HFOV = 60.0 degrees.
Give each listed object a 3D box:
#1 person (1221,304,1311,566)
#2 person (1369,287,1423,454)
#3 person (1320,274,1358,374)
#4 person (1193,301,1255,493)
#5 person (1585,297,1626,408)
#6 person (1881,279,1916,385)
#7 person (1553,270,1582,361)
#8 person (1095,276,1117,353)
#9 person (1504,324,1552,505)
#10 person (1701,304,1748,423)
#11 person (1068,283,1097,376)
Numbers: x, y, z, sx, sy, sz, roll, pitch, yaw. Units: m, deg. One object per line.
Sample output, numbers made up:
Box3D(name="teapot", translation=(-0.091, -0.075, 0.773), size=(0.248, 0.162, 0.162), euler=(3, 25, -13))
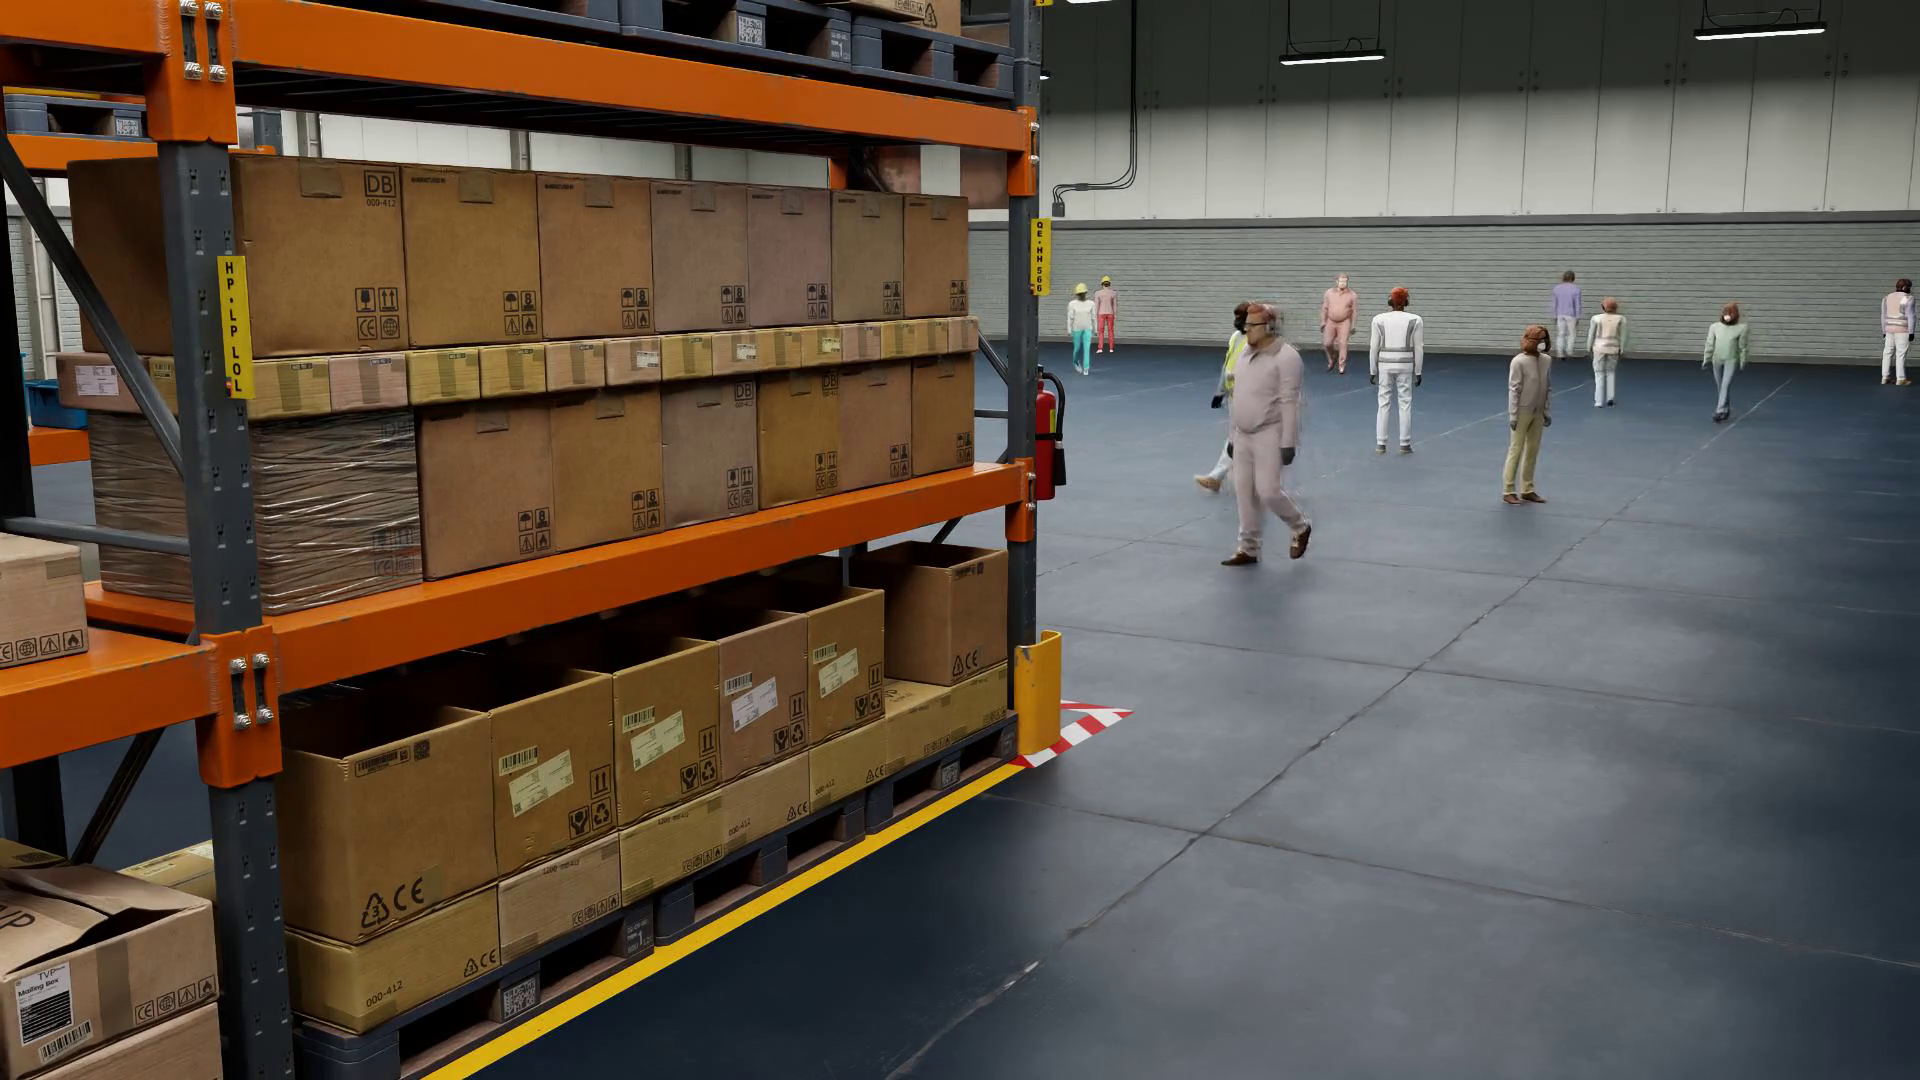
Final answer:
Box3D(name="person", translation=(2.205, -0.744, 11.943), size=(0.544, 1.896, 0.657), euler=(-6, 11, -31))
Box3D(name="person", translation=(4.928, -1.914, 18.799), size=(0.586, 1.883, 0.342), euler=(4, 10, 20))
Box3D(name="person", translation=(7.203, -4.107, 31.607), size=(0.704, 1.894, 0.512), euler=(4, 10, 20))
Box3D(name="person", translation=(2.618, -1.344, 15.726), size=(0.953, 1.794, 0.631), euler=(-2, 10, -13))
Box3D(name="person", translation=(9.525, -2.764, 24.556), size=(0.523, 1.623, 0.452), euler=(1, 10, 6))
Box3D(name="person", translation=(16.301, -3.608, 28.865), size=(0.429, 1.837, 0.621), euler=(-4, 10, -21))
Box3D(name="person", translation=(12.885, -4.747, 35.269), size=(0.633, 1.937, 0.457), euler=(9, 13, 43))
Box3D(name="person", translation=(3.340, -5.162, 38.166), size=(0.533, 1.768, 0.310), euler=(-1, 10, -7))
Box3D(name="person", translation=(5.114, -1.124, 14.946), size=(0.505, 1.623, 0.291), euler=(-6, 11, -30))
Box3D(name="person", translation=(10.316, -2.382, 22.422), size=(0.494, 1.586, 0.877), euler=(9, 13, 43))
Box3D(name="person", translation=(2.297, -3.968, 31.252), size=(0.554, 1.738, 0.657), euler=(0, 10, 2))
